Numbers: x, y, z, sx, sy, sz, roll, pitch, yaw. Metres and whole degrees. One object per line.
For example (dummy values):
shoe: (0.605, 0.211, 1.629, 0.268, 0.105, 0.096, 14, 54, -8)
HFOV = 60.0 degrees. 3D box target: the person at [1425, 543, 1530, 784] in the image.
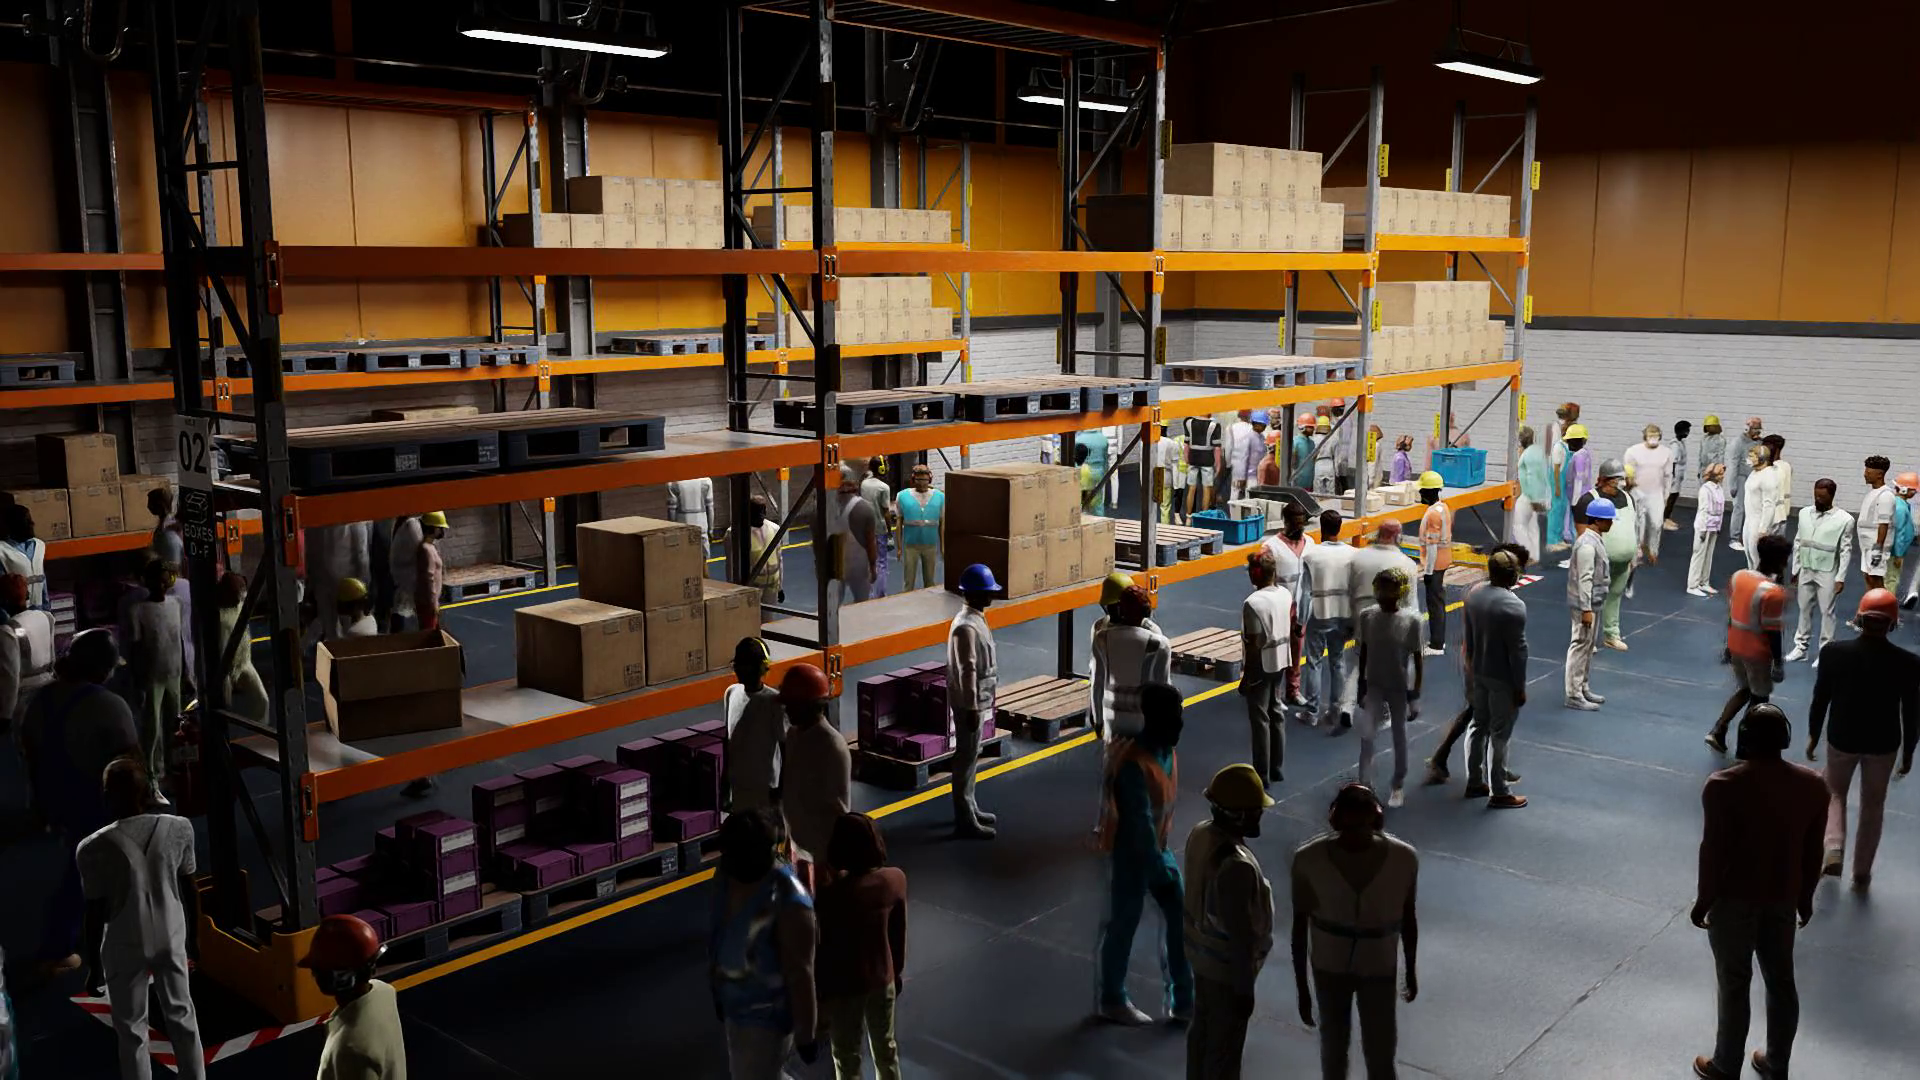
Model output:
person: (4.021, 0.971, 12.864, 0.725, 1.931, 0.639, -3, 10, -16)

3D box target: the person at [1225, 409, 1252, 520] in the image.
person: (4.382, -1.161, 25.684, 0.580, 1.884, 0.352, 5, 11, 26)

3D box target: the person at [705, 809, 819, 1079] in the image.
person: (-0.772, 1.988, 7.159, 0.692, 1.805, 0.632, -6, 11, -34)

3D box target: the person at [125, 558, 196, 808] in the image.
person: (-5.993, 1.055, 12.517, 0.333, 1.866, 0.515, 4, 10, 24)

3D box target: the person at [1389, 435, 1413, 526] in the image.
person: (6.241, -0.682, 23.581, 0.313, 1.631, 0.527, 3, 10, 15)

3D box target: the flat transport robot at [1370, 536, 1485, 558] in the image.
flat transport robot: (6.386, 0.127, 22.802, 0.652, 0.197, 1.431, -9, 13, -44)

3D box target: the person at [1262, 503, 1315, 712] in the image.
person: (2.974, 0.599, 15.117, 0.597, 1.909, 0.405, -6, 11, -32)

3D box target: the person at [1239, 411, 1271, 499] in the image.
person: (4.322, -0.913, 24.075, 0.608, 1.918, 0.623, 7, 12, 34)

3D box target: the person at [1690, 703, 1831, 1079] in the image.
person: (3.899, 1.750, 8.146, 0.634, 1.936, 0.351, -1, 10, -5)

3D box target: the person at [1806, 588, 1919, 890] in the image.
person: (5.865, 1.285, 10.793, 0.649, 1.976, 0.432, 6, 11, 33)

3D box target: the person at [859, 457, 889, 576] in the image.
person: (-1.200, -0.314, 21.391, 0.577, 1.620, 0.526, -3, 10, -19)

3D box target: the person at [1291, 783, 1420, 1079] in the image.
person: (1.748, 1.954, 7.339, 0.586, 1.795, 0.910, 1, 10, 7)

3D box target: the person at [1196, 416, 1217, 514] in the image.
person: (3.911, -1.309, 26.431, 0.388, 1.931, 0.543, -2, 10, -9)

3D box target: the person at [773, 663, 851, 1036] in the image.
person: (-0.784, 1.618, 8.807, 0.410, 1.984, 0.617, -5, 11, -29)

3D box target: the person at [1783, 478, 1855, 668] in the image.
person: (8.650, 0.322, 16.729, 0.392, 1.919, 0.589, -5, 11, -29)

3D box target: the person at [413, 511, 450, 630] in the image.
person: (-4.985, 0.577, 15.719, 0.374, 1.752, 0.516, -3, 10, -17)

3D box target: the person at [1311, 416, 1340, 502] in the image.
person: (5.517, -1.023, 25.302, 0.484, 1.737, 0.321, -1, 10, -5)

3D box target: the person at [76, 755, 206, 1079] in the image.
person: (-3.737, 1.886, 7.616, 0.339, 1.842, 0.507, 9, 13, 44)

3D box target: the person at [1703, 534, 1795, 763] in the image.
person: (6.358, 0.888, 13.355, 0.514, 1.925, 0.661, -1, 10, -7)

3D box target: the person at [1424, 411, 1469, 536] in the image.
person: (7.187, -0.983, 24.621, 0.681, 1.882, 0.625, 1, 10, 6)

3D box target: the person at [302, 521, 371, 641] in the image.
person: (-6.075, 0.422, 16.224, 0.660, 1.894, 0.460, 1, 10, 8)

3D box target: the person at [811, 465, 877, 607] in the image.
person: (-1.171, 0.180, 17.211, 0.698, 2.000, 1.015, 1, 10, 7)

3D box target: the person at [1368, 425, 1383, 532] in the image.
person: (6.241, -0.928, 25.079, 0.300, 1.624, 0.500, 3, 10, 15)

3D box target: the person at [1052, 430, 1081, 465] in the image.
person: (1.655, -1.141, 25.119, 0.605, 2.035, 0.389, -8, 13, -41)

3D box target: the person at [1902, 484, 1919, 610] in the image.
person: (11.423, -0.086, 19.275, 0.704, 1.892, 0.693, 7, 12, 37)

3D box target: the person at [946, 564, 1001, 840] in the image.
person: (0.092, 1.130, 11.814, 0.392, 1.949, 0.602, 1, 10, 5)

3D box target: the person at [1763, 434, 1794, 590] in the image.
person: (10.027, -0.332, 20.538, 0.607, 1.957, 0.365, -8, 12, -38)

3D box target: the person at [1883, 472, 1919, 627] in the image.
person: (10.489, 0.100, 18.583, 0.354, 1.740, 0.568, 4, 10, 25)

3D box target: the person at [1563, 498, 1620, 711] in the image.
person: (5.741, 0.577, 15.156, 0.418, 1.939, 0.612, 5, 11, 28)

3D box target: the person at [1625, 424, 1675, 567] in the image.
person: (9.164, -0.588, 22.181, 0.639, 1.915, 0.614, 3, 10, 15)

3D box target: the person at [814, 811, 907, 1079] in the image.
person: (-0.452, 2.013, 7.476, 0.508, 1.633, 0.274, -8, 12, -40)

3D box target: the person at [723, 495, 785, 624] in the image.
person: (-1.956, 0.481, 16.008, 0.632, 1.843, 0.429, -8, 12, -38)

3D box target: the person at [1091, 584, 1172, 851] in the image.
person: (1.171, 1.234, 11.401, 0.574, 1.880, 0.357, 4, 10, 24)

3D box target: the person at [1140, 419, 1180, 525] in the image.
person: (2.830, -0.819, 23.542, 0.587, 1.920, 0.397, 5, 11, 27)

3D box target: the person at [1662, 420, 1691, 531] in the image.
person: (10.819, -0.987, 25.249, 0.436, 1.678, 0.592, 6, 11, 31)

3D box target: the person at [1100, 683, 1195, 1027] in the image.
person: (1.076, 1.679, 8.713, 0.795, 1.887, 0.586, 6, 11, 31)

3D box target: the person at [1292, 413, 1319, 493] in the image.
person: (4.756, -0.780, 23.127, 0.407, 1.985, 0.622, 8, 13, 40)

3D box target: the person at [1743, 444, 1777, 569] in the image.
person: (9.373, -0.162, 19.554, 0.353, 1.937, 0.635, 2, 10, 10)

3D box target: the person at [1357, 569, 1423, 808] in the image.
person: (3.123, 1.132, 12.165, 0.561, 1.827, 0.933, 6, 11, 30)

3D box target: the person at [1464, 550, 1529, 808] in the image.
person: (4.019, 1.030, 12.441, 0.372, 1.940, 0.632, -4, 10, -20)
